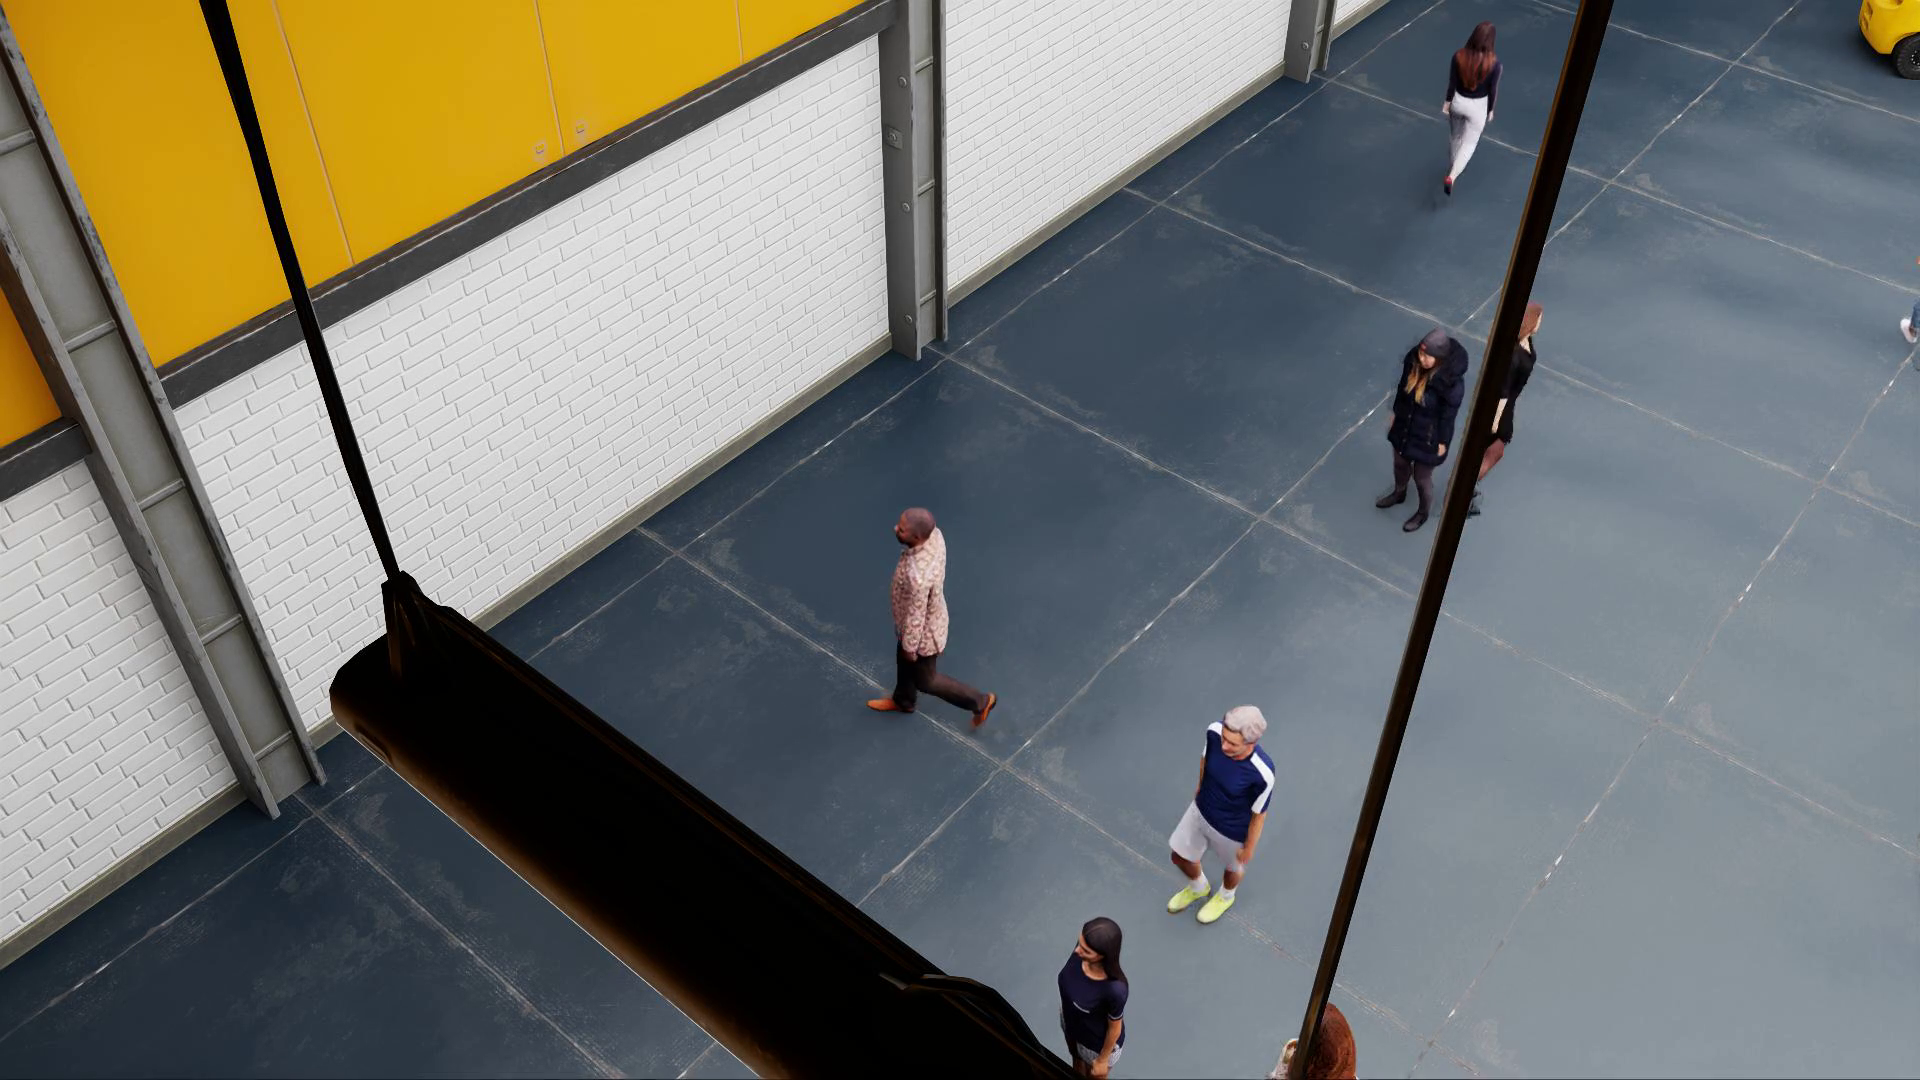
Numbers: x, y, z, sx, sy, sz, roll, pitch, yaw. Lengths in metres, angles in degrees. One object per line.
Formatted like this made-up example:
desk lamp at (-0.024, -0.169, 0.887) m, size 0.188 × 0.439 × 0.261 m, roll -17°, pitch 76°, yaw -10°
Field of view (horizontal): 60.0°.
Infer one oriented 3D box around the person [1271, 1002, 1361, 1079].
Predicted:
person at (1.576, 2.805, 7.798) m, size 0.879 × 1.701 × 0.705 m, roll -27°, pitch 50°, yaw -26°

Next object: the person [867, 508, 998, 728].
person at (-0.151, 0.519, 10.137) m, size 1.128 × 1.784 × 1.136 m, roll 4°, pitch 44°, yaw 4°

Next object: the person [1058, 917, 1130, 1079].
person at (0.650, 2.392, 8.184) m, size 0.656 × 1.767 × 0.651 m, roll -17°, pitch 46°, yaw -17°

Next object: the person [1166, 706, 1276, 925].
person at (1.515, 1.465, 9.116) m, size 0.686 × 1.823 × 0.715 m, roll -30°, pitch 51°, yaw -28°

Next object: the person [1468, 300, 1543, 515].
person at (3.756, -0.920, 11.724) m, size 0.796 × 1.678 × 0.632 m, roll 23°, pitch 48°, yaw 22°

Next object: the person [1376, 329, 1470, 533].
person at (3.241, -0.803, 11.613) m, size 0.752 × 1.663 × 0.754 m, roll -26°, pitch 50°, yaw -25°

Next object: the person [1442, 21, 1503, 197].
person at (4.523, -3.831, 14.845) m, size 0.713 × 1.589 × 1.020 m, roll 22°, pitch 48°, yaw 21°
